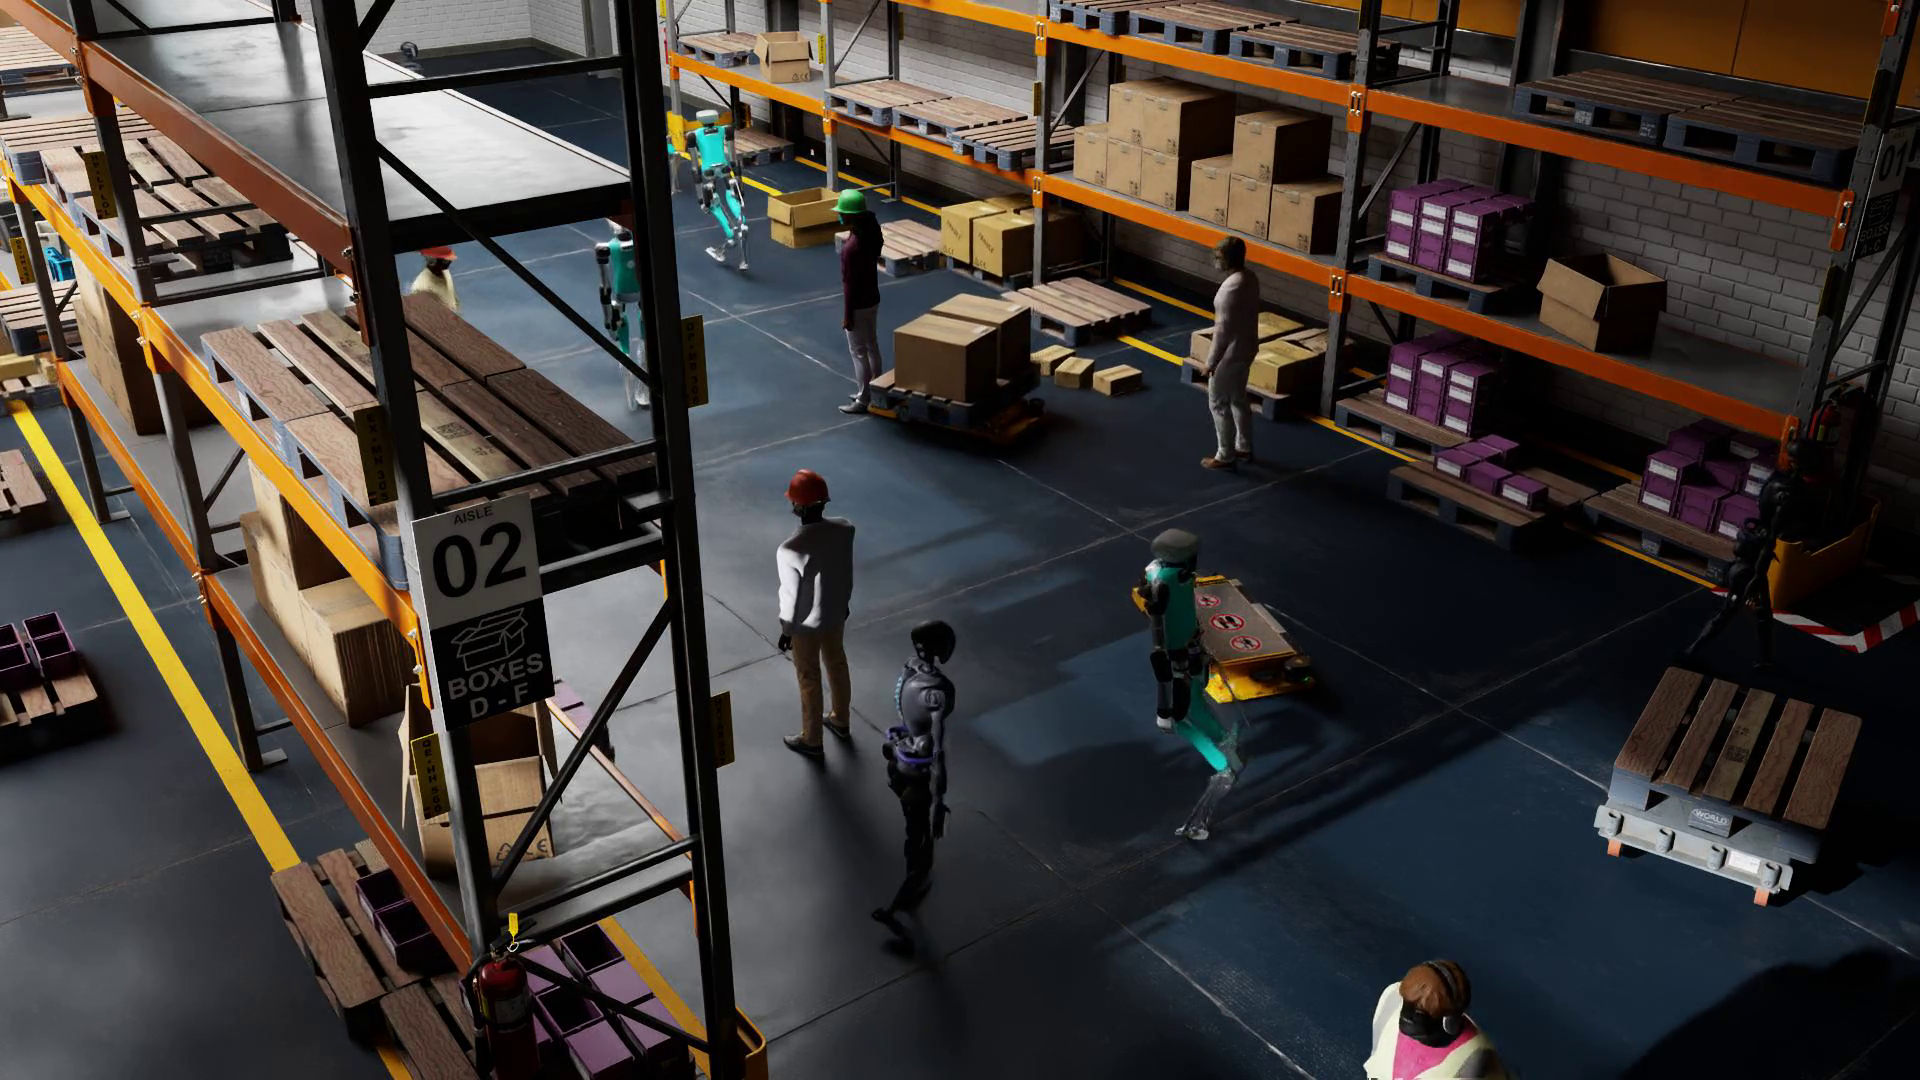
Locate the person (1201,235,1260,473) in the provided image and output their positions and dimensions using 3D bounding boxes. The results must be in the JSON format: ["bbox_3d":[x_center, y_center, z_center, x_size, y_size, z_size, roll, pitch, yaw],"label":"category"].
[{"bbox_3d":[2.133,-1.441,13.029,0.387,1.926,0.646,13,29,24],"label":"person"}]

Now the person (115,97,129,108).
[{"bbox_3d":[-10.680,-5.514,21.038,0.622,1.990,0.387,5,27,9],"label":"person"}]

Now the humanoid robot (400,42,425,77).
[{"bbox_3d":[-7.010,-5.649,21.662,0.394,1.652,0.589,-7,27,-13],"label":"humanoid robot"}]

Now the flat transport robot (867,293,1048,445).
[{"bbox_3d":[-0.027,-1.137,14.249,1.431,0.231,0.659,15,31,28],"label":"flat transport robot"}]

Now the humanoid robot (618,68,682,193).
[{"bbox_3d":[-3.775,-5.171,20.660,0.792,1.795,0.532,-23,34,-38],"label":"humanoid robot"}]

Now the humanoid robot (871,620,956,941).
[{"bbox_3d":[-0.253,1.146,8.150,0.486,1.645,0.616,-8,28,-16],"label":"humanoid robot"}]

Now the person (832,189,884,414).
[{"bbox_3d":[-0.852,-2.019,14.150,0.432,1.944,0.481,10,28,19],"label":"person"}]

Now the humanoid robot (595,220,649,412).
[{"bbox_3d":[-2.834,-1.906,14.221,0.531,1.850,0.754,-11,29,-21],"label":"humanoid robot"}]

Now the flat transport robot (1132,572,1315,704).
[{"bbox_3d":[1.688,0.591,10.811,0.659,0.231,1.431,-8,28,-15],"label":"flat transport robot"}]

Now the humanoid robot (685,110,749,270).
[{"bbox_3d":[-2.492,-3.607,17.520,0.571,1.715,1.011,-13,29,-23],"label":"humanoid robot"}]

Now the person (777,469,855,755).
[{"bbox_3d":[-0.836,0.408,9.521,0.329,1.750,0.571,20,33,34],"label":"person"}]

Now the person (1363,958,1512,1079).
[{"bbox_3d":[1.720,2.184,5.944,0.912,1.806,0.635,-12,29,-23],"label":"person"}]

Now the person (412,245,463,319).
[{"bbox_3d":[-4.312,-1.710,13.798,0.929,1.692,0.567,1,27,2],"label":"person"}]

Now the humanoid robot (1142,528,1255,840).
[{"bbox_3d":[1.290,0.842,8.739,0.730,1.829,0.544,12,29,23],"label":"humanoid robot"}]

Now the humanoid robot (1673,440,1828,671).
[{"bbox_3d":[4.918,0.110,10.235,0.743,1.623,0.609,13,29,24],"label":"humanoid robot"}]
